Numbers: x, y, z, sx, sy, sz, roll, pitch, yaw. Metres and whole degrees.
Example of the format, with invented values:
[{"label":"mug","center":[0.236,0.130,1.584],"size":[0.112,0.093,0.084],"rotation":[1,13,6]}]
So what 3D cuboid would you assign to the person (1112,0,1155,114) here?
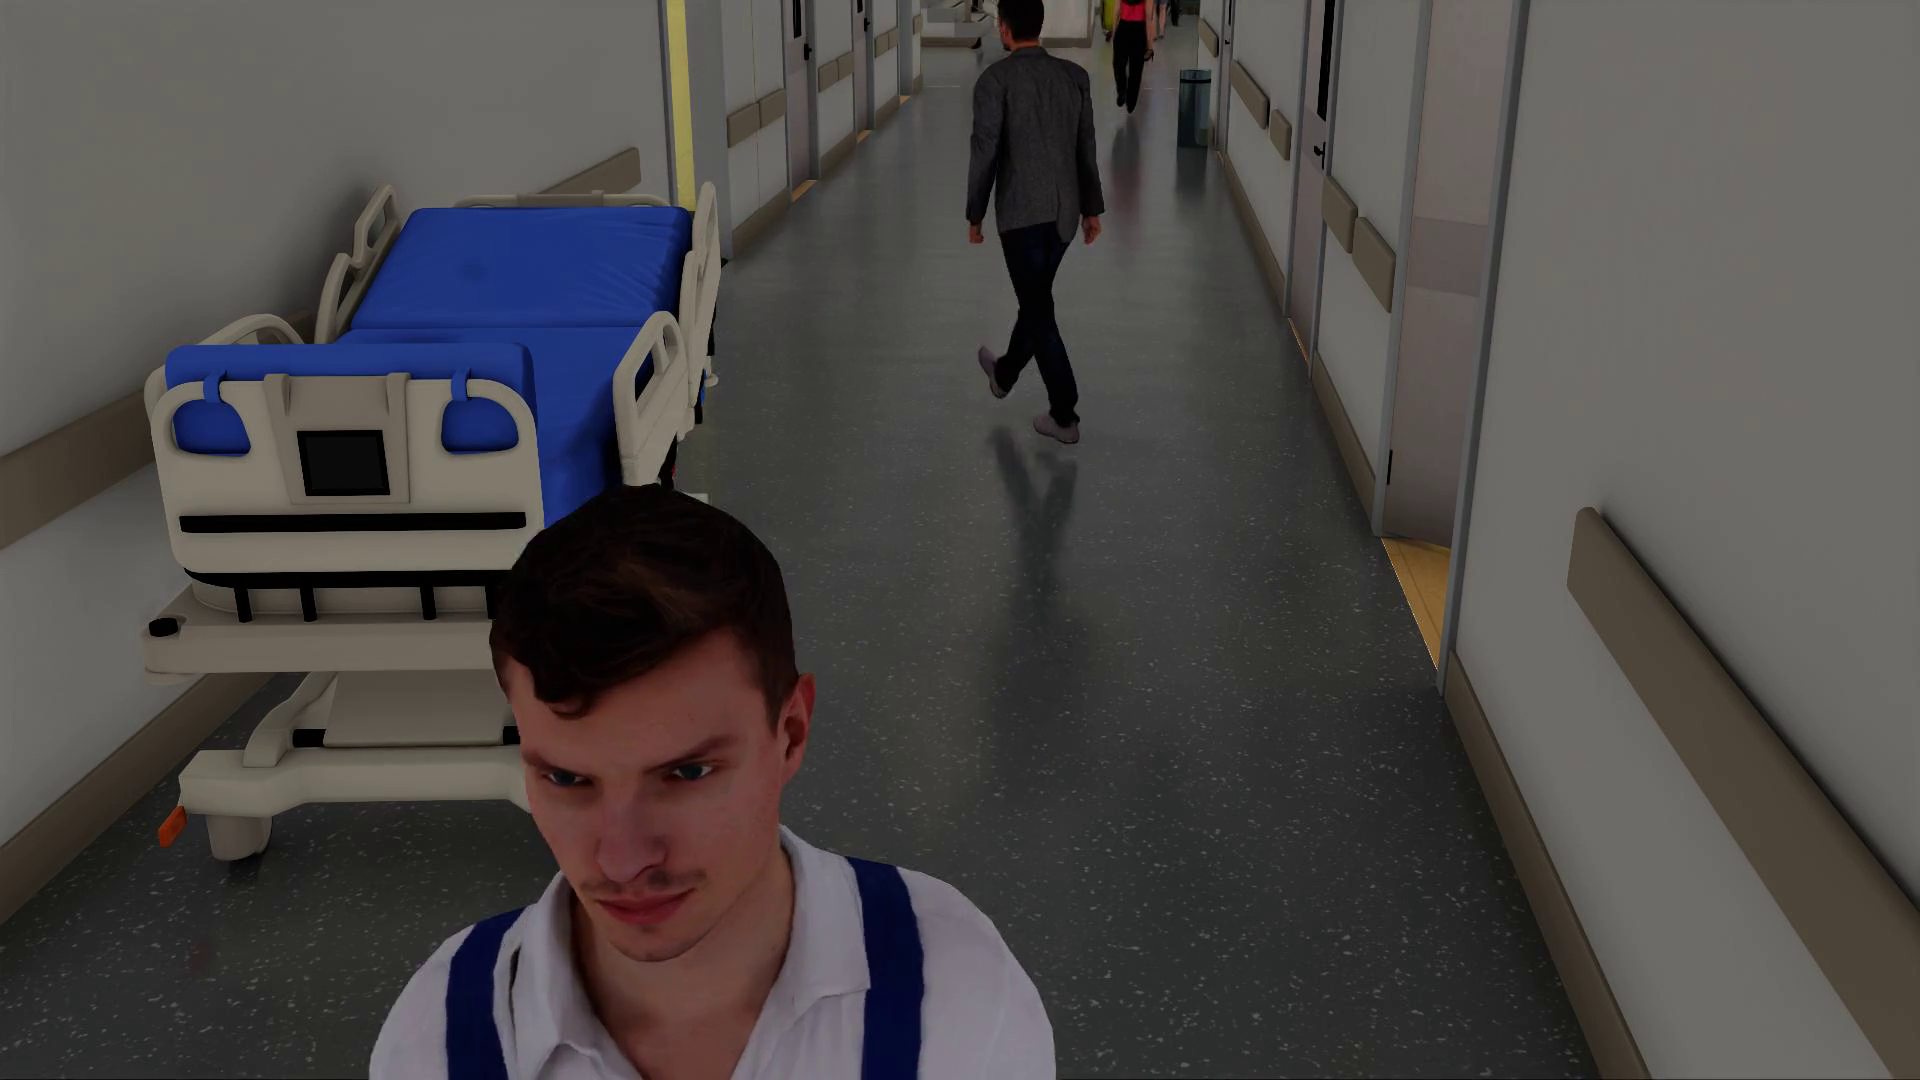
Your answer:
[{"label":"person","center":[1.893,-5.520,18.314],"size":[0.766,1.643,0.651],"rotation":[1,21,4]}]

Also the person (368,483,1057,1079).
[{"label":"person","center":[-0.158,0.802,1.357],"size":[0.972,1.830,0.812],"rotation":[-2,21,-6]}]

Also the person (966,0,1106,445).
[{"label":"person","center":[0.369,-1.289,6.910],"size":[1.213,1.808,1.192],"rotation":[-11,24,-28]}]
